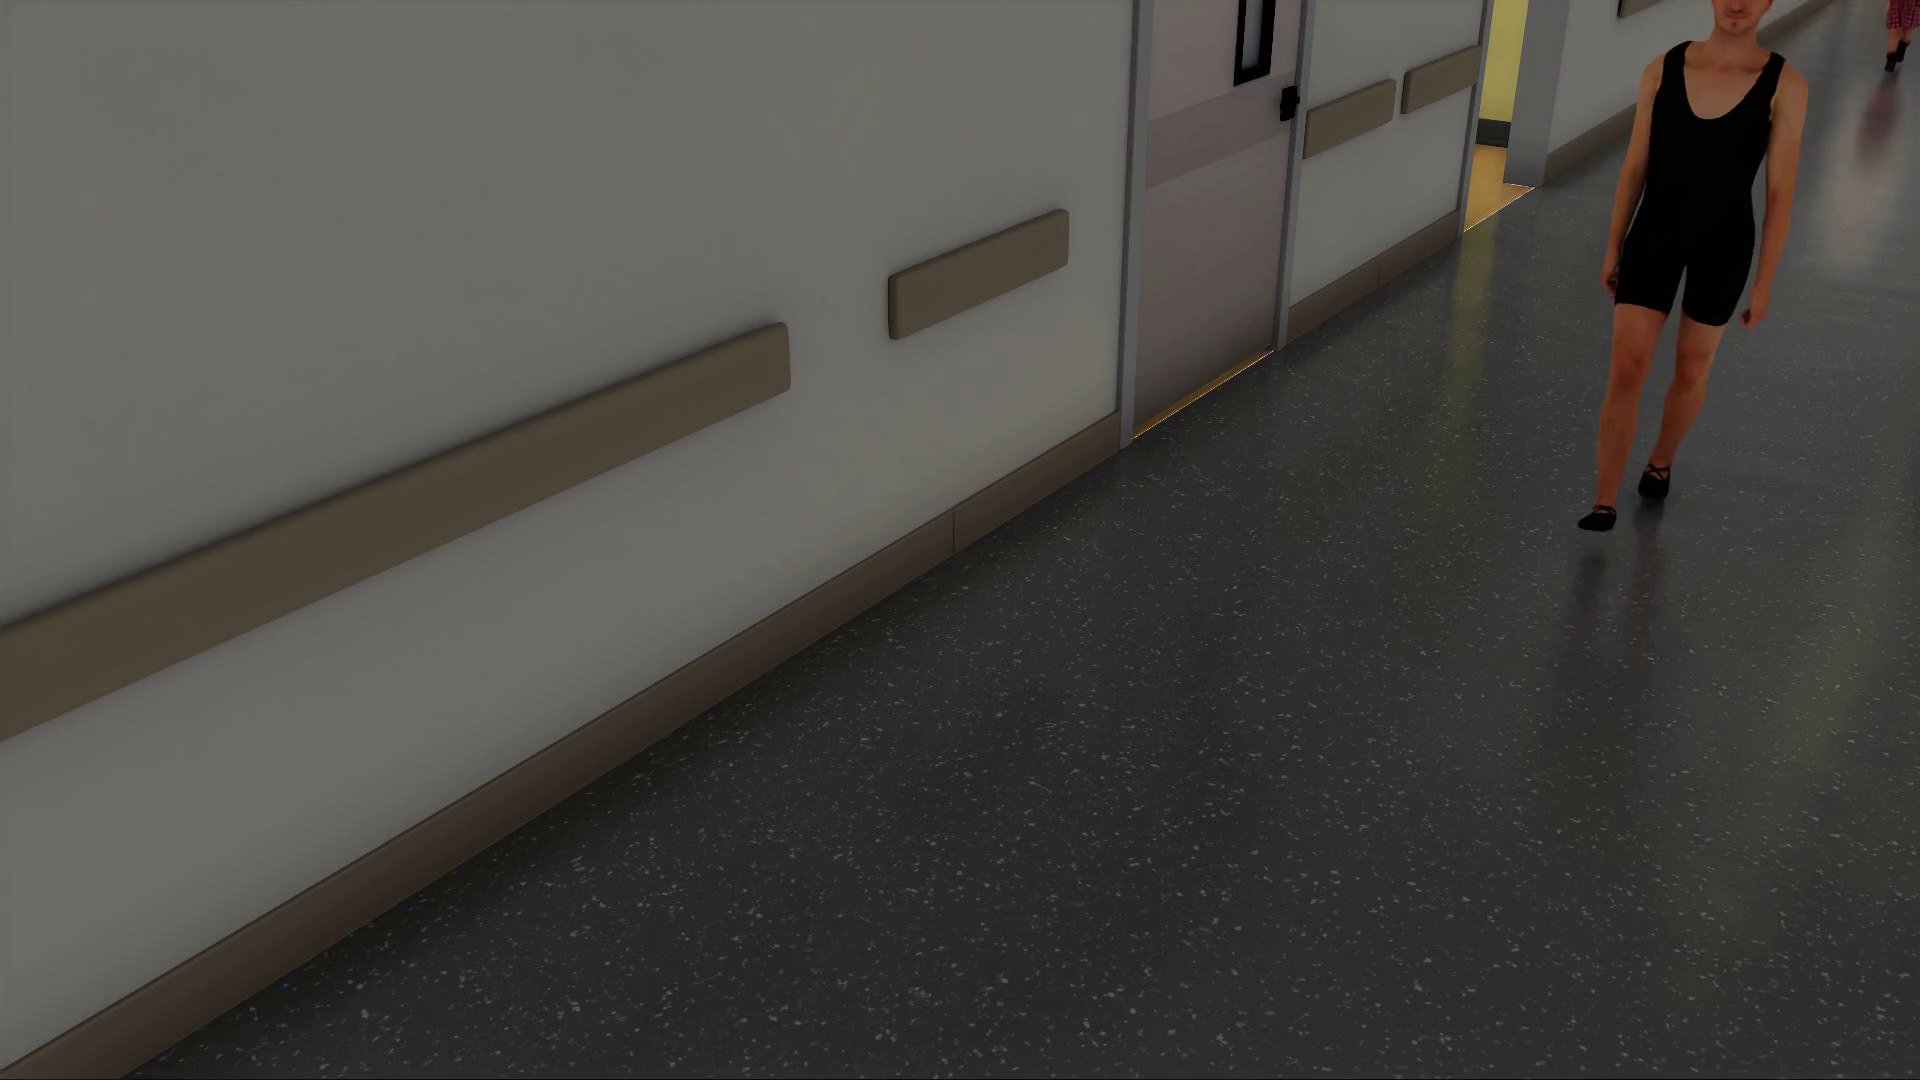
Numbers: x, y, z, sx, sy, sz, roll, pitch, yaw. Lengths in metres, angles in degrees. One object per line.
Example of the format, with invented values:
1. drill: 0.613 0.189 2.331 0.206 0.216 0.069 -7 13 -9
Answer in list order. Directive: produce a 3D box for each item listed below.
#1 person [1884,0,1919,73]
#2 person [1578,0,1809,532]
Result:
1. person: 7.368 -4.180 12.934 0.607 1.014 0.527 14 29 26
2. person: 2.338 -0.921 5.300 0.999 1.776 0.797 14 29 27
